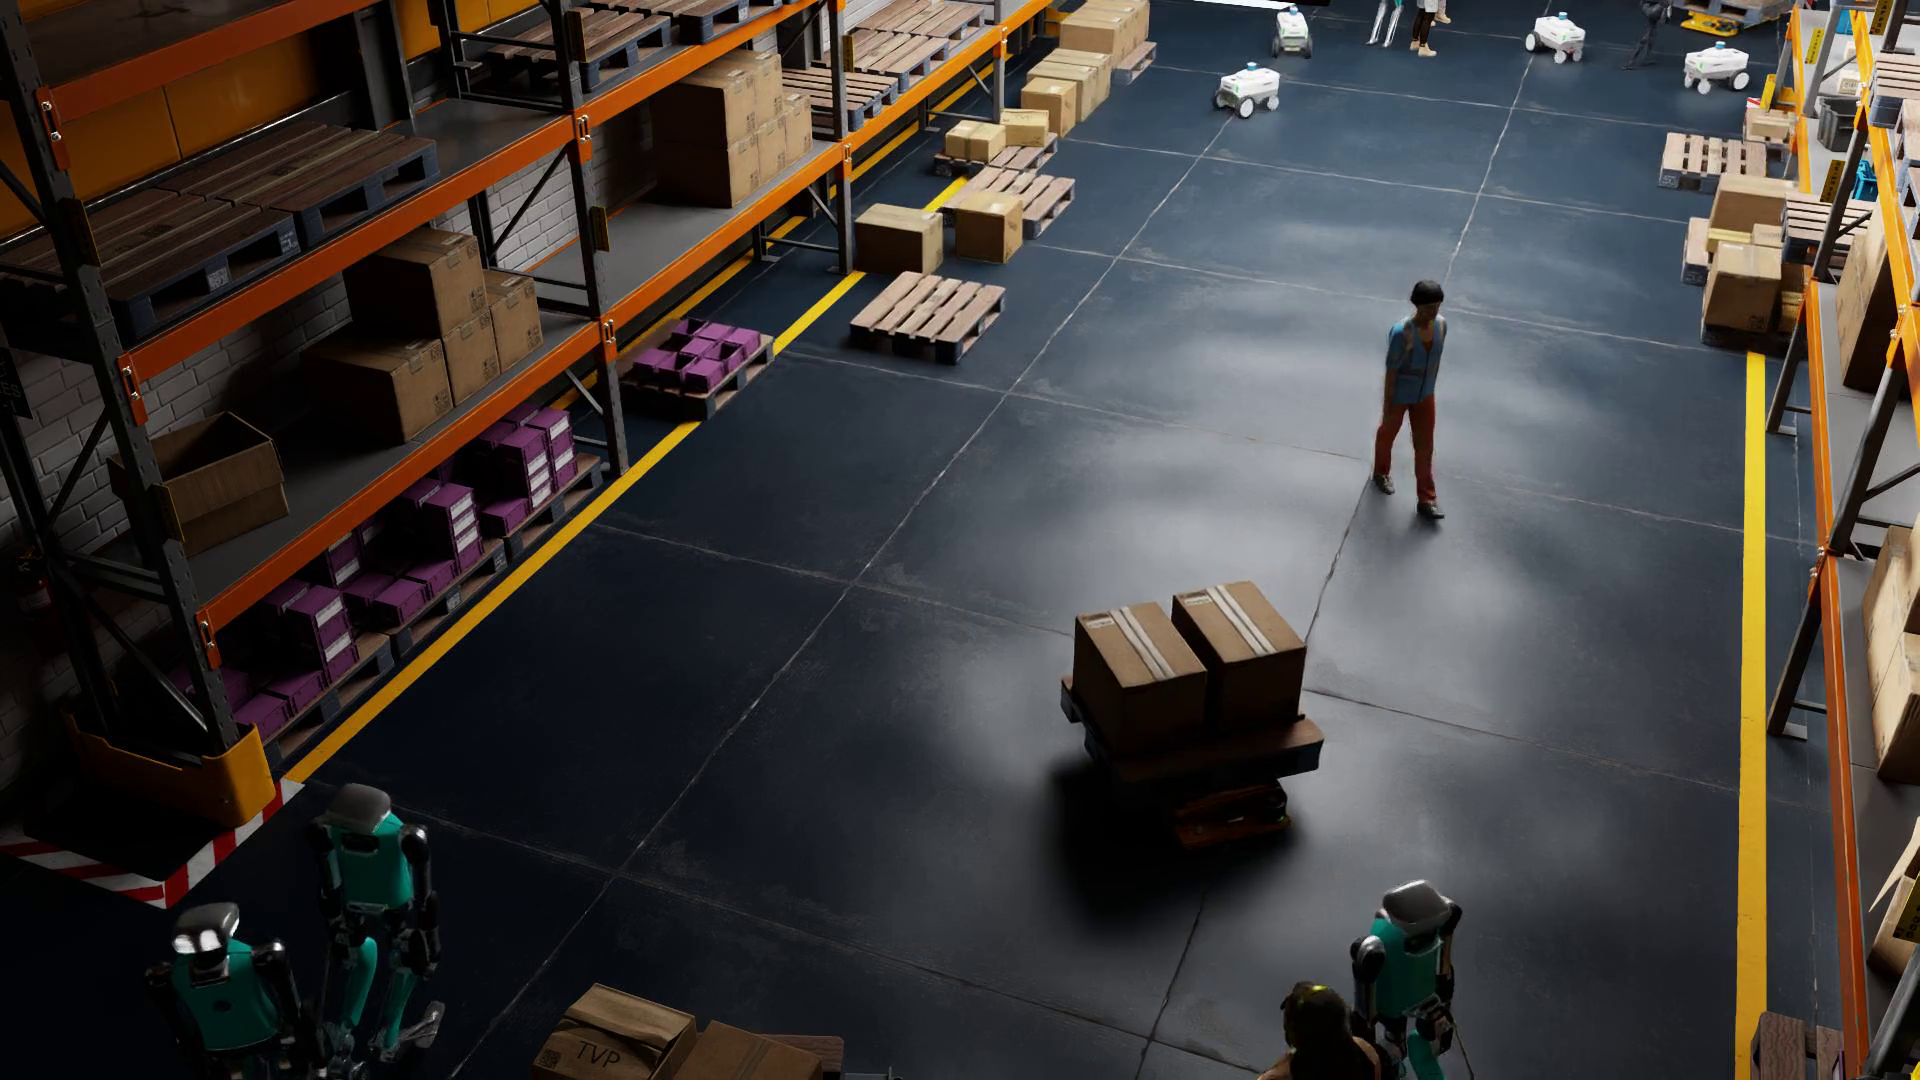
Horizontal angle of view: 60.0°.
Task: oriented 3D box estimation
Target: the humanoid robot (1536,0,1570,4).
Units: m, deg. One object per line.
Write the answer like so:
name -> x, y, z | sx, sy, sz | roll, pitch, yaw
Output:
humanoid robot -> 8.491, -8.348, 23.247 | 0.590, 1.639, 0.604 | -28, 42, -36

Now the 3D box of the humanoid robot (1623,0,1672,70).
humanoid robot -> 8.655, -6.671, 20.634 | 0.578, 1.627, 0.609 | -2, 33, -3

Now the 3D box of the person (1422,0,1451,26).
person -> 6.528, -7.822, 22.306 | 0.484, 1.776, 0.317 | -17, 37, -25

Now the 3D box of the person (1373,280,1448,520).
person -> 3.231, -0.986, 11.770 | 0.512, 1.723, 0.877 | -9, 34, -14

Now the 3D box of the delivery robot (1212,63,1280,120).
delivery robot -> 3.373, -5.276, 19.507 | 0.804, 0.610, 0.499 | -20, 38, -27

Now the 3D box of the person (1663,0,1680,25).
person -> 9.733, -7.892, 22.531 | 0.478, 1.659, 0.742 | 5, 33, 7

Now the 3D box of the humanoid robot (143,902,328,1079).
humanoid robot -> -2.927, 2.115, 6.980 | 0.563, 1.781, 0.948 | -7, 34, -11

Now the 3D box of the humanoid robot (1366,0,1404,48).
humanoid robot -> 5.549, -7.251, 21.386 | 0.530, 1.715, 0.698 | 21, 38, 29

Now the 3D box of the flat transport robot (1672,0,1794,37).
flat transport robot -> 10.484, -7.112, 22.598 | 1.431, 0.231, 0.659 | -25, 40, -33

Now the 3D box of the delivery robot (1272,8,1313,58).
delivery robot -> 4.281, -6.544, 21.465 | 0.499, 0.604, 0.807 | 2, 33, 3

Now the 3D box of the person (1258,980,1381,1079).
person -> 1.234, 2.344, 6.501 | 0.581, 1.853, 0.724 | -16, 36, -23

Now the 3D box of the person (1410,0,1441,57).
person -> 6.002, -7.032, 21.163 | 0.320, 1.692, 0.533 | -4, 33, -7

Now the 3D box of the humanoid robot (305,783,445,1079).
humanoid robot -> -2.566, 1.879, 7.325 | 0.567, 1.757, 0.912 | 3, 33, 4

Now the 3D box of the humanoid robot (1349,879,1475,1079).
humanoid robot -> 1.966, 2.246, 6.805 | 0.562, 1.773, 0.902 | -19, 37, -27

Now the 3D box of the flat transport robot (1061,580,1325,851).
flat transport robot -> 1.313, 1.224, 9.698 | 0.659, 0.231, 1.431 | -10, 34, -15

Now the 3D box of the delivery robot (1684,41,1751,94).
delivery robot -> 9.206, -5.757, 20.232 | 0.749, 0.587, 0.519 | -9, 34, -14

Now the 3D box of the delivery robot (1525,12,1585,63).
delivery robot -> 7.661, -6.458, 21.337 | 0.500, 0.610, 0.782 | -8, 34, -12
